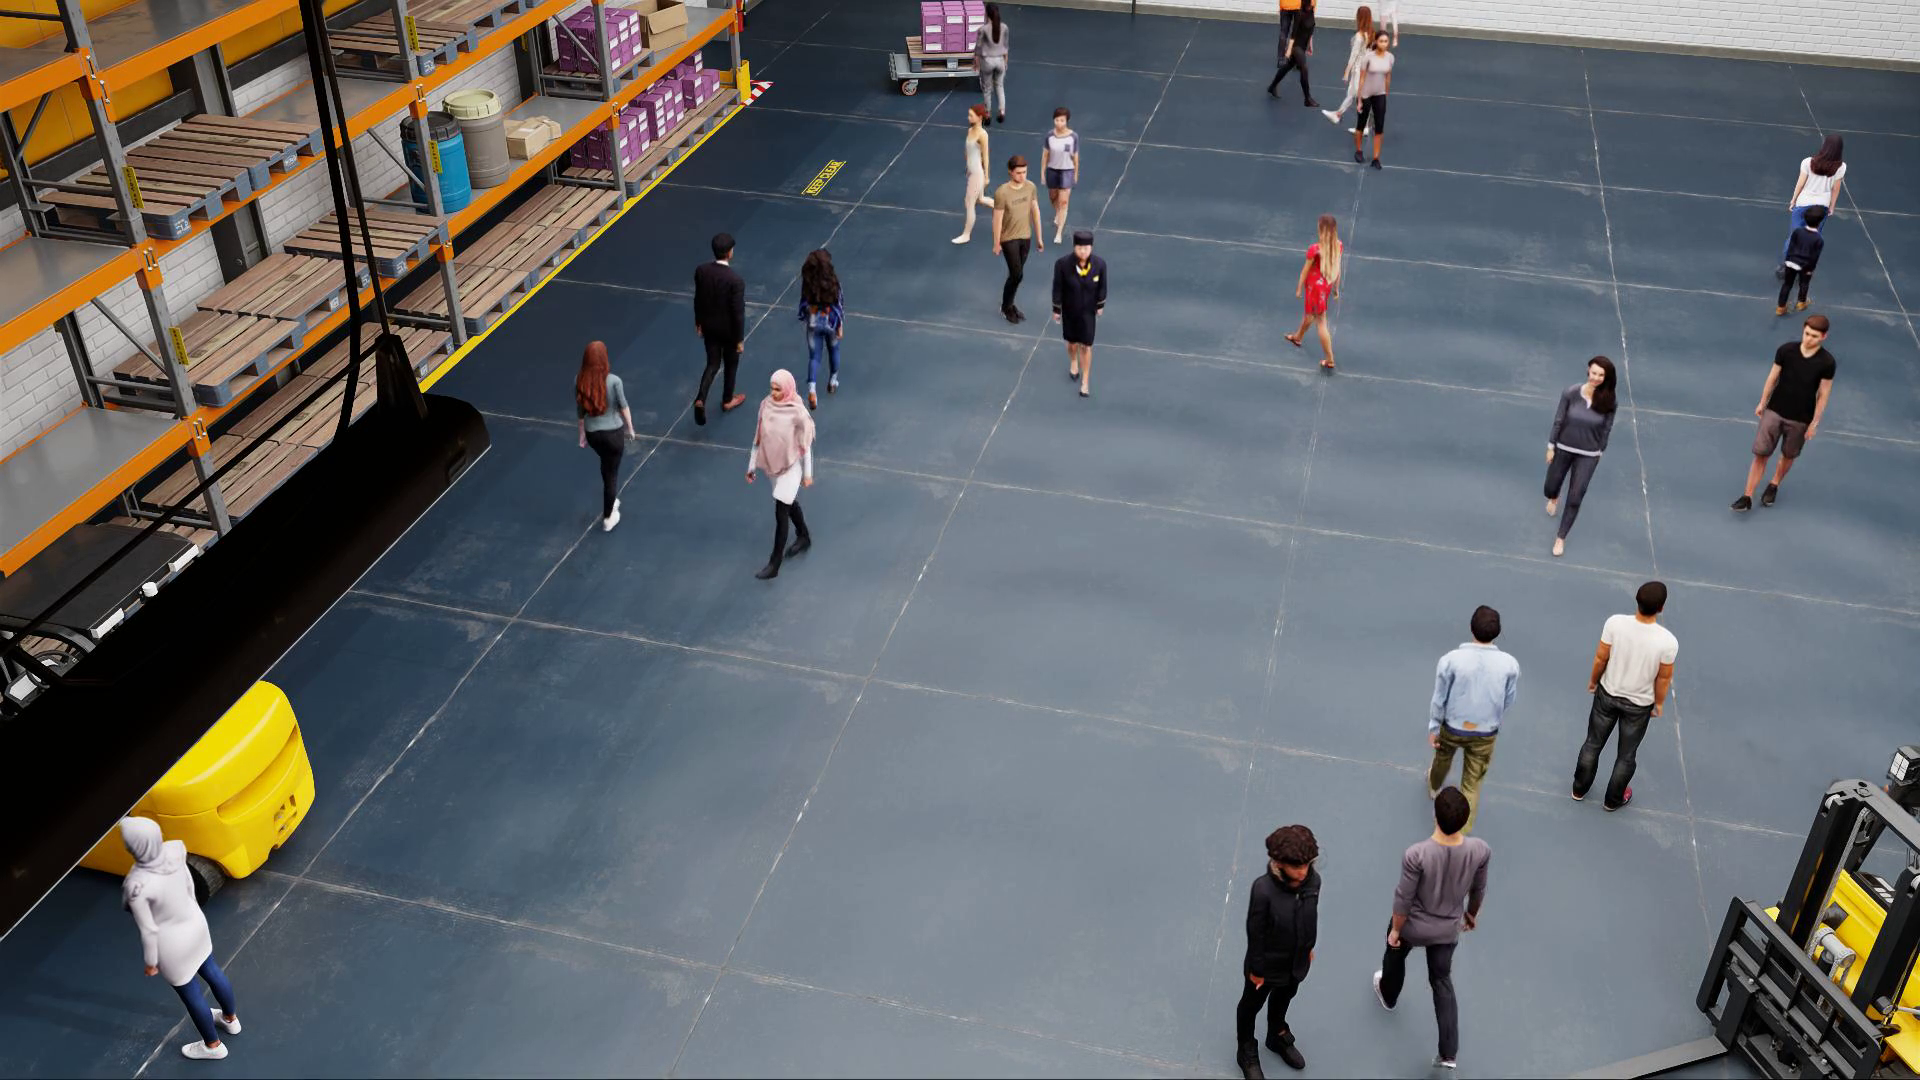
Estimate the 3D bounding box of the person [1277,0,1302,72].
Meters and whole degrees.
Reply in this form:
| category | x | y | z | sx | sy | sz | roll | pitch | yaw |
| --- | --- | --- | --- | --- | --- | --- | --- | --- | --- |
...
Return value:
| category | x | y | z | sx | sy | sz | roll | pitch | yaw |
| --- | --- | --- | --- | --- | --- | --- | --- | --- | --- |
| person | 4.931 | -7.829 | 24.567 | 0.620 | 1.748 | 0.547 | 10 | 35 | 14 |

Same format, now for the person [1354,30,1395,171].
| category | x | y | z | sx | sy | sz | roll | pitch | yaw |
| --- | --- | --- | --- | --- | --- | --- | --- | --- | --- |
| person | 5.258 | -5.695 | 21.381 | 0.794 | 1.721 | 0.998 | -1 | 34 | -2 |

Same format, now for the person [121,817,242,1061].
| category | x | y | z | sx | sy | sz | roll | pitch | yaw |
| --- | --- | --- | --- | --- | --- | --- | --- | --- | --- |
| person | -4.409 | 2.241 | 9.393 | 0.664 | 1.775 | 0.455 | 8 | 34 | 11 |

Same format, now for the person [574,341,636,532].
| category | x | y | z | sx | sy | sz | roll | pitch | yaw |
| --- | --- | --- | --- | --- | --- | --- | --- | --- | --- |
| person | -3.022 | -0.827 | 14.054 | 0.634 | 1.726 | 0.705 | 4 | 34 | 6 |

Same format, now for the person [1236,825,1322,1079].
| category | x | y | z | sx | sy | sz | roll | pitch | yaw |
| --- | --- | --- | --- | --- | --- | --- | --- | --- | --- |
| person | 1.778 | 2.294 | 9.308 | 0.739 | 1.781 | 0.793 | -16 | 37 | -22 |

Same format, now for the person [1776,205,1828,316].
| category | x | y | z | sx | sy | sz | roll | pitch | yaw |
| --- | --- | --- | --- | --- | --- | --- | --- | --- | --- |
| person | 8.938 | -2.961 | 17.731 | 0.809 | 1.209 | 0.708 | -28 | 43 | -35 |

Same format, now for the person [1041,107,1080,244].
| category | x | y | z | sx | sy | sz | roll | pitch | yaw |
| --- | --- | --- | --- | --- | --- | --- | --- | --- | --- |
| person | 1.182 | -4.332 | 19.503 | 0.587 | 1.531 | 1.002 | 8 | 34 | 12 |

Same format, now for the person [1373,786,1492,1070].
| category | x | y | z | sx | sy | sz | roll | pitch | yaw |
| --- | --- | --- | --- | --- | --- | --- | --- | --- | --- |
| person | 2.684 | 2.211 | 9.395 | 0.945 | 1.823 | 1.211 | -2 | 34 | -4 |

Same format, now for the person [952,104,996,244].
| category | x | y | z | sx | sy | sz | roll | pitch | yaw |
| --- | --- | --- | --- | --- | --- | --- | --- | --- | --- |
| person | 0.270 | -4.263 | 19.317 | 1.019 | 1.621 | 1.003 | -15 | 36 | -21 |

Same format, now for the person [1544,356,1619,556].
| category | x | y | z | sx | sy | sz | roll | pitch | yaw |
| --- | --- | --- | --- | --- | --- | --- | --- | --- | --- |
| person | 5.162 | -0.773 | 13.945 | 0.691 | 1.755 | 0.969 | 12 | 36 | 18 |

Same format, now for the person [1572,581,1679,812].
| category | x | y | z | sx | sy | sz | roll | pitch | yaw |
| --- | --- | --- | --- | --- | --- | --- | --- | --- | --- |
| person | 4.464 | 1.039 | 11.177 | 0.709 | 1.803 | 0.658 | 21 | 39 | 29 |

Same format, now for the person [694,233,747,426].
| category | x | y | z | sx | sy | sz | roll | pitch | yaw |
| --- | --- | --- | --- | --- | --- | --- | --- | --- | --- |
| person | -2.293 | -1.944 | 15.620 | 0.898 | 1.852 | 1.124 | 17 | 37 | 24 |

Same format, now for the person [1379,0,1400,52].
| category | x | y | z | sx | sy | sz | roll | pitch | yaw |
| --- | --- | --- | --- | --- | --- | --- | --- | --- | --- |
| person | 6.531 | -8.230 | 25.140 | 0.765 | 1.781 | 0.868 | -7 | 34 | -11 |

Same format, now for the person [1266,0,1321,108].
| category | x | y | z | sx | sy | sz | roll | pitch | yaw |
| --- | --- | --- | --- | --- | --- | --- | --- | --- | --- |
| person | 4.674 | -6.913 | 23.324 | 0.936 | 1.599 | 1.128 | 24 | 41 | 32 |

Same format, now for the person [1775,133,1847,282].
| category | x | y | z | sx | sy | sz | roll | pitch | yaw |
| --- | --- | --- | --- | --- | --- | --- | --- | --- | --- |
| person | 9.399 | -3.661 | 18.355 | 0.631 | 1.683 | 0.563 | 14 | 36 | 19 |

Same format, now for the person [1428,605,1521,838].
| category | x | y | z | sx | sy | sz | roll | pitch | yaw |
| --- | --- | --- | --- | --- | --- | --- | --- | --- | --- |
| person | 3.315 | 1.286 | 10.835 | 0.703 | 1.770 | 1.142 | 7 | 34 | 11 |

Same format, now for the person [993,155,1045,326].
| category | x | y | z | sx | sy | sz | roll | pitch | yaw |
| --- | --- | --- | --- | --- | --- | --- | --- | --- | --- |
| person | 0.529 | -3.196 | 17.517 | 0.783 | 1.838 | 0.859 | -23 | 40 | -30 |

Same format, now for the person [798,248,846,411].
| category | x | y | z | sx | sy | sz | roll | pitch | yaw |
| --- | --- | --- | --- | --- | --- | --- | --- | --- | --- |
| person | -1.334 | -2.002 | 15.940 | 0.693 | 1.593 | 1.053 | 4 | 34 | 7 |

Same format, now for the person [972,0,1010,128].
| category | x | y | z | sx | sy | sz | roll | pitch | yaw |
| --- | --- | --- | --- | --- | --- | --- | --- | --- | --- |
| person | 0.435 | -6.413 | 22.504 | 0.739 | 1.675 | 0.781 | -13 | 36 | -19 |

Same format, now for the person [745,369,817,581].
| category | x | y | z | sx | sy | sz | roll | pitch | yaw |
| --- | --- | --- | --- | --- | --- | --- | --- | --- | --- |
| person | -1.402 | -0.610 | 13.683 | 0.889 | 1.775 | 1.116 | 22 | 40 | 30 |

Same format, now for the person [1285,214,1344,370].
| category | x | y | z | sx | sy | sz | roll | pitch | yaw |
| --- | --- | --- | --- | --- | --- | --- | --- | --- | --- |
| person | 3.642 | -2.455 | 16.664 | 1.022 | 1.547 | 1.101 | -16 | 37 | -22 |

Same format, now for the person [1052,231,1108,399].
| category | x | y | z | sx | sy | sz | roll | pitch | yaw |
| --- | --- | --- | --- | --- | --- | --- | --- | --- | --- |
| person | 1.162 | -2.268 | 16.305 | 0.831 | 1.633 | 1.094 | 2 | 34 | 3 |

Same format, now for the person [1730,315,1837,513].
| category | x | y | z | sx | sy | sz | roll | pitch | yaw |
| --- | --- | --- | --- | --- | --- | --- | --- | --- | --- |
| person | 7.231 | -1.133 | 14.409 | 0.946 | 1.841 | 1.120 | 24 | 40 | 31 |

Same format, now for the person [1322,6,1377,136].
| category | x | y | z | sx | sy | sz | roll | pitch | yaw |
| --- | --- | --- | --- | --- | --- | --- | --- | --- | --- |
| person | 5.431 | -6.256 | 22.262 | 0.915 | 1.680 | 1.018 | 22 | 39 | 29 |
